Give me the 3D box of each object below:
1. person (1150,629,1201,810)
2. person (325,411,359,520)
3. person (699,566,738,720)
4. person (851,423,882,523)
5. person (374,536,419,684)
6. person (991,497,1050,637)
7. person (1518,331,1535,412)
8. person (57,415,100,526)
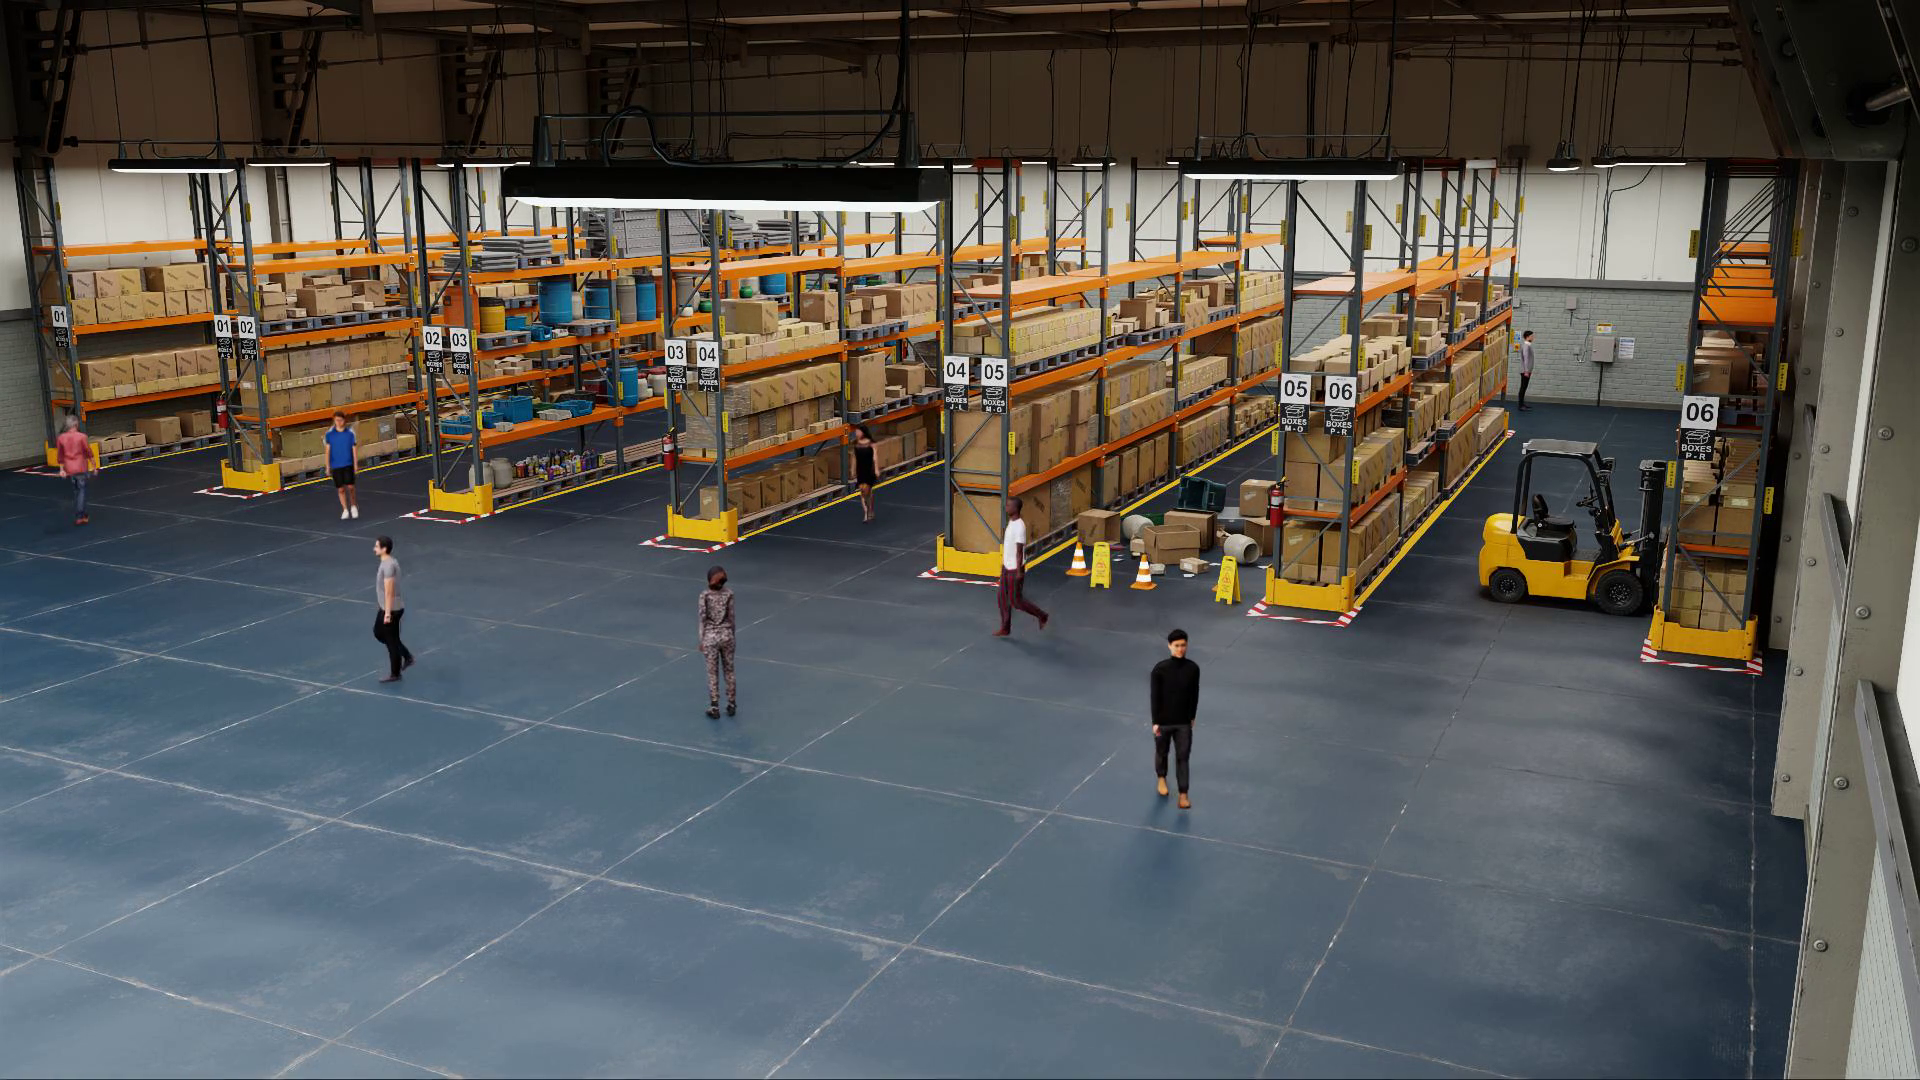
[{"bbox_3d":[1.995,1.673,15.811,0.979,1.682,1.179,-1,13,-4],"label":"person"},{"bbox_3d":[-10.454,-1.273,28.160,0.801,1.851,0.850,-3,13,-14],"label":"person"},{"bbox_3d":[-2.643,1.103,18.205,0.671,1.713,0.745,-7,15,-27],"label":"person"},{"bbox_3d":[-1.534,-1.126,27.856,0.678,1.701,0.631,7,15,28],"label":"person"},{"bbox_3d":[-6.574,0.800,19.443,0.873,1.744,0.811,-5,14,-21],"label":"person"},{"bbox_3d":[0.766,0.355,21.207,1.042,1.815,1.045,-2,13,-9],"label":"person"},{"bbox_3d":[13.692,-4.112,40.259,0.807,1.923,0.574,5,14,20],"label":"person"},{"bbox_3d":[-14.759,-1.151,27.724,0.845,1.811,0.938,1,13,6],"label":"person"}]
